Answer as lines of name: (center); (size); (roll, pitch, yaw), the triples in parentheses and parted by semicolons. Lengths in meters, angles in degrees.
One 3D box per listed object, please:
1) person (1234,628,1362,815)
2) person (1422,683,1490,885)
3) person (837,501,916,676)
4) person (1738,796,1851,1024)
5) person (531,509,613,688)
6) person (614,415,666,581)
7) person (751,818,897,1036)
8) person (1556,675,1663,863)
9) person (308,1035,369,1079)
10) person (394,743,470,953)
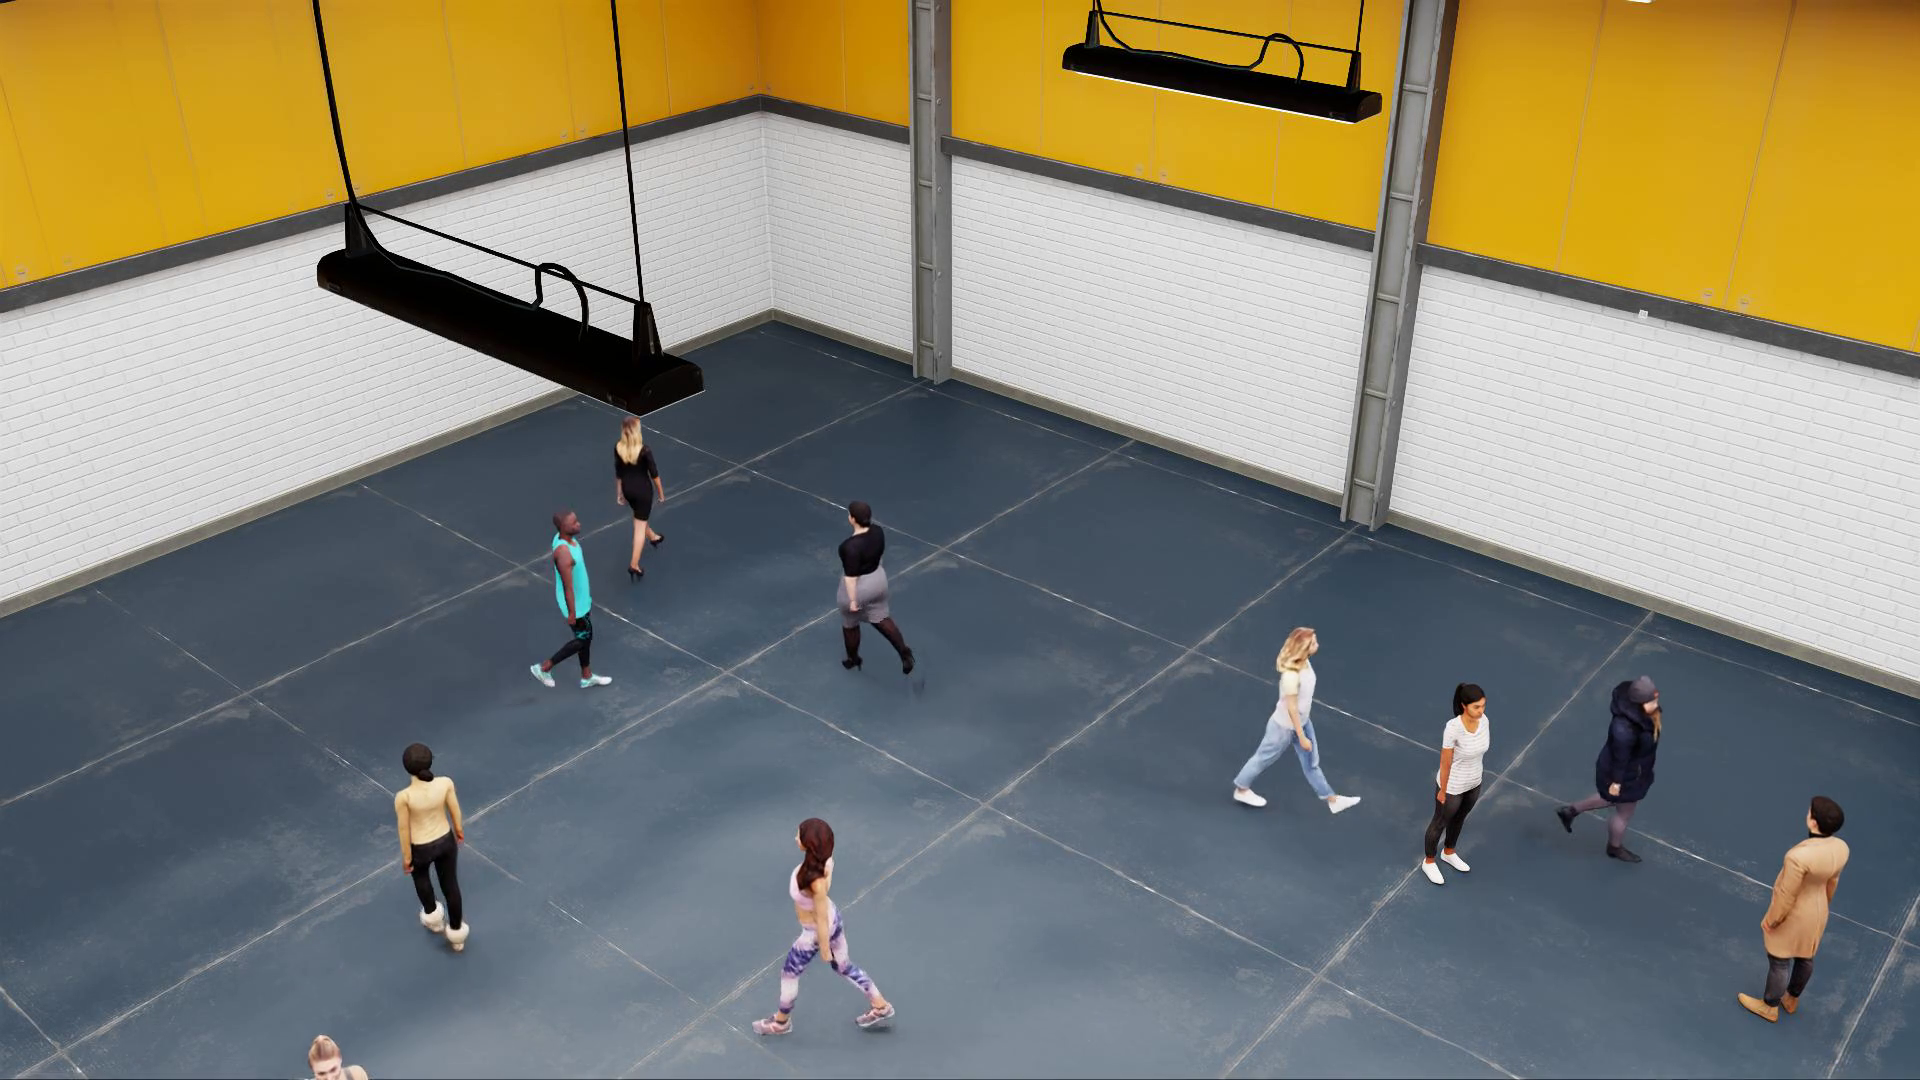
person: (2.426, 1.424, 12.799); (1.288, 1.663, 0.921); (11, 31, 20)
person: (3.652, 1.760, 12.200); (0.631, 1.647, 0.628); (-16, 32, -27)
person: (-0.754, 0.471, 14.469); (1.015, 1.737, 0.635); (21, 35, 33)
person: (5.511, 2.425, 10.899); (0.751, 1.726, 0.776); (-10, 30, -18)
person: (-3.412, 0.549, 14.267); (0.977, 1.794, 0.960); (-7, 29, -12)
person: (-3.158, -0.380, 16.144); (1.039, 1.626, 0.830); (11, 30, 19)
person: (-0.814, 2.525, 10.715); (1.230, 1.725, 1.089); (1, 29, 2)
person: (4.848, 1.672, 12.348); (0.968, 1.660, 0.787); (13, 31, 23)
person: (-3.439, 3.350, 9.301); (0.864, 1.632, 1.229); (-15, 32, -25)
person: (-3.615, 2.156, 11.478); (0.737, 1.644, 0.828); (-17, 33, -29)
